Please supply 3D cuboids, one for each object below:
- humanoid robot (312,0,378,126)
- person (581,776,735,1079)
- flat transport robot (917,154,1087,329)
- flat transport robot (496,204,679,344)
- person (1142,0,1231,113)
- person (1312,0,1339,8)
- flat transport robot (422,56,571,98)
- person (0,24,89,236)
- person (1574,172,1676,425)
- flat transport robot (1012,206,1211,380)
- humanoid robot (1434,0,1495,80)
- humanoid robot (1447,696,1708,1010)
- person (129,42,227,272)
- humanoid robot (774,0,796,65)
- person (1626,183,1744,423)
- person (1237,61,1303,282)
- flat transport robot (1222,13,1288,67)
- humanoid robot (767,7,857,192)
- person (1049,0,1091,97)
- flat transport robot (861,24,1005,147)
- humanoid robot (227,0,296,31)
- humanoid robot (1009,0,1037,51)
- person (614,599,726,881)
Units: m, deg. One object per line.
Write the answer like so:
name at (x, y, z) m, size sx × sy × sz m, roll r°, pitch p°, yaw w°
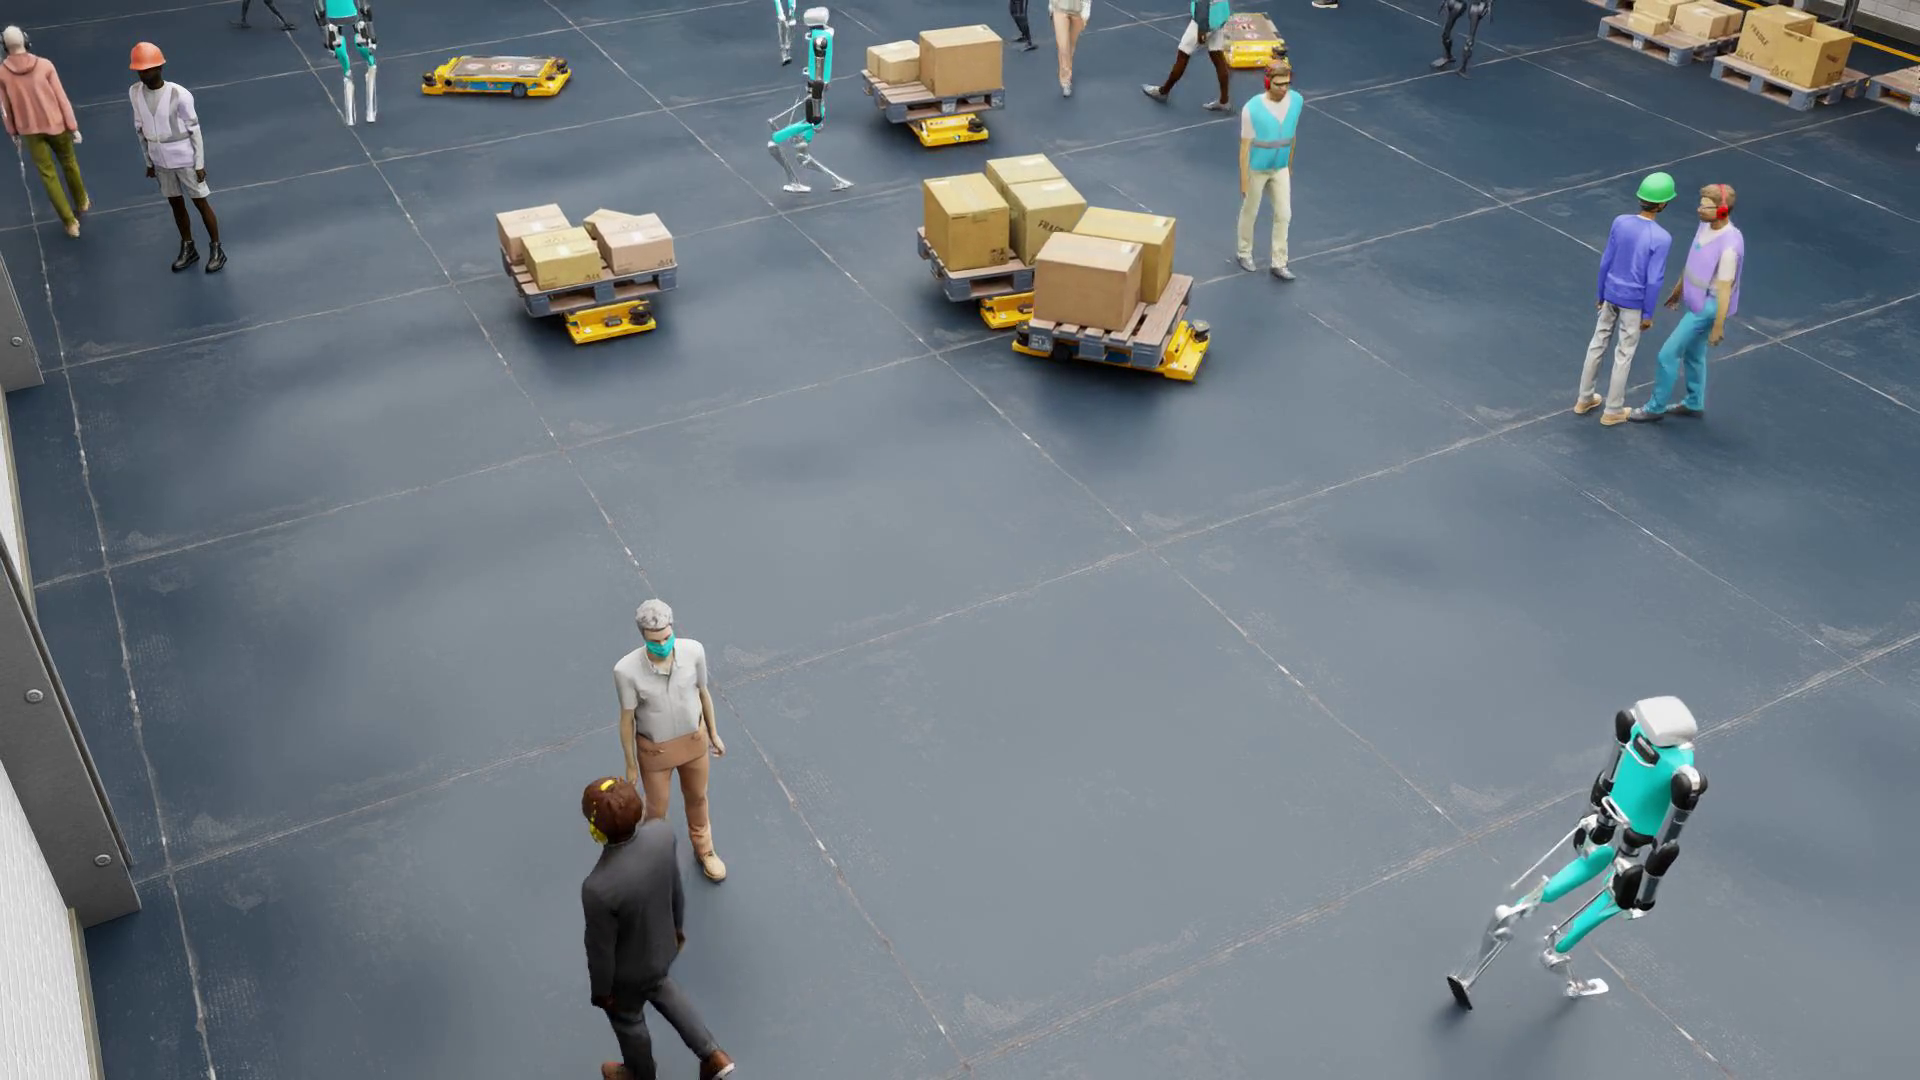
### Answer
humanoid robot at (-6.099, -5.025, 16.647) m, size 0.549 × 1.839 × 0.667 m, roll -7°, pitch 36°, yaw -10°
person at (-1.319, 1.709, 6.890) m, size 0.555 × 1.857 × 0.505 m, roll 18°, pitch 39°, yaw 24°
flat transport robot at (0.352, -2.179, 13.827) m, size 0.659 × 0.231 × 1.431 m, roll -10°, pitch 36°, yaw -14°
flat transport robot at (-3.012, -2.036, 13.623) m, size 0.659 × 0.231 × 1.431 m, roll -15°, pitch 38°, yaw -20°
person at (2.414, -5.314, 16.892) m, size 0.992 × 1.888 × 0.567 m, roll 20°, pitch 40°, yaw 26°
person at (4.459, -7.334, 19.710) m, size 0.362 × 1.963 × 0.611 m, roll 10°, pitch 36°, yaw 13°
flat transport robot at (-4.960, -4.959, 17.797) m, size 1.431 × 0.231 × 0.659 m, roll 2°, pitch 35°, yaw 2°
person at (-8.037, -3.630, 14.556) m, size 0.559 × 1.805 × 0.851 m, roll -17°, pitch 39°, yaw -23°
person at (4.715, -1.703, 11.753) m, size 0.360 × 1.873 × 0.460 m, roll -23°, pitch 41°, yaw -29°
flat transport robot at (1.185, -1.578, 12.969) m, size 1.431 × 0.231 × 0.659 m, roll 11°, pitch 37°, yaw 15°
humanoid robot at (5.438, -5.771, 17.735) m, size 0.613 × 1.644 × 0.478 m, roll 20°, pitch 40°, yaw 26°
humanoid robot at (2.642, 1.479, 7.354) m, size 0.916 × 1.791 × 0.545 m, roll -8°, pitch 36°, yaw -11°
person at (-6.506, -3.154, 13.762) m, size 0.543 × 1.942 × 0.348 m, roll 5°, pitch 35°, yaw 7°
humanoid robot at (-1.926, -6.086, 18.145) m, size 0.531 × 1.784 × 0.903 m, roll -6°, pitch 35°, yaw -8°
person at (5.139, -1.638, 11.699) m, size 0.607 × 1.816 × 0.616 m, roll 4°, pitch 35°, yaw 5°
person at (2.574, -2.994, 13.637) m, size 0.579 × 1.818 × 0.761 m, roll -14°, pitch 37°, yaw -19°
flat transport robot at (3.249, -5.672, 18.813) m, size 0.659 × 0.231 × 1.431 m, roll -1°, pitch 35°, yaw -2°
humanoid robot at (-1.416, -3.890, 14.992) m, size 0.920 × 1.767 × 0.544 m, roll -1°, pitch 35°, yaw -2°
person at (1.135, -5.454, 17.297) m, size 0.447 × 1.635 × 0.697 m, roll 3°, pitch 35°, yaw 4°
flat transport robot at (-0.270, -4.379, 16.968) m, size 0.659 × 0.231 × 1.431 m, roll -12°, pitch 37°, yaw -16°
humanoid robot at (-8.160, -6.626, 18.997) m, size 0.796 × 1.622 × 0.591 m, roll -5°, pitch 35°, yaw -7°
humanoid robot at (0.676, -6.249, 18.424) m, size 0.407 × 1.640 × 0.612 m, roll -10°, pitch 36°, yaw -13°
person at (-1.384, 0.993, 8.009) m, size 0.497 × 1.745 × 0.306 m, roll -18°, pitch 39°, yaw -24°
